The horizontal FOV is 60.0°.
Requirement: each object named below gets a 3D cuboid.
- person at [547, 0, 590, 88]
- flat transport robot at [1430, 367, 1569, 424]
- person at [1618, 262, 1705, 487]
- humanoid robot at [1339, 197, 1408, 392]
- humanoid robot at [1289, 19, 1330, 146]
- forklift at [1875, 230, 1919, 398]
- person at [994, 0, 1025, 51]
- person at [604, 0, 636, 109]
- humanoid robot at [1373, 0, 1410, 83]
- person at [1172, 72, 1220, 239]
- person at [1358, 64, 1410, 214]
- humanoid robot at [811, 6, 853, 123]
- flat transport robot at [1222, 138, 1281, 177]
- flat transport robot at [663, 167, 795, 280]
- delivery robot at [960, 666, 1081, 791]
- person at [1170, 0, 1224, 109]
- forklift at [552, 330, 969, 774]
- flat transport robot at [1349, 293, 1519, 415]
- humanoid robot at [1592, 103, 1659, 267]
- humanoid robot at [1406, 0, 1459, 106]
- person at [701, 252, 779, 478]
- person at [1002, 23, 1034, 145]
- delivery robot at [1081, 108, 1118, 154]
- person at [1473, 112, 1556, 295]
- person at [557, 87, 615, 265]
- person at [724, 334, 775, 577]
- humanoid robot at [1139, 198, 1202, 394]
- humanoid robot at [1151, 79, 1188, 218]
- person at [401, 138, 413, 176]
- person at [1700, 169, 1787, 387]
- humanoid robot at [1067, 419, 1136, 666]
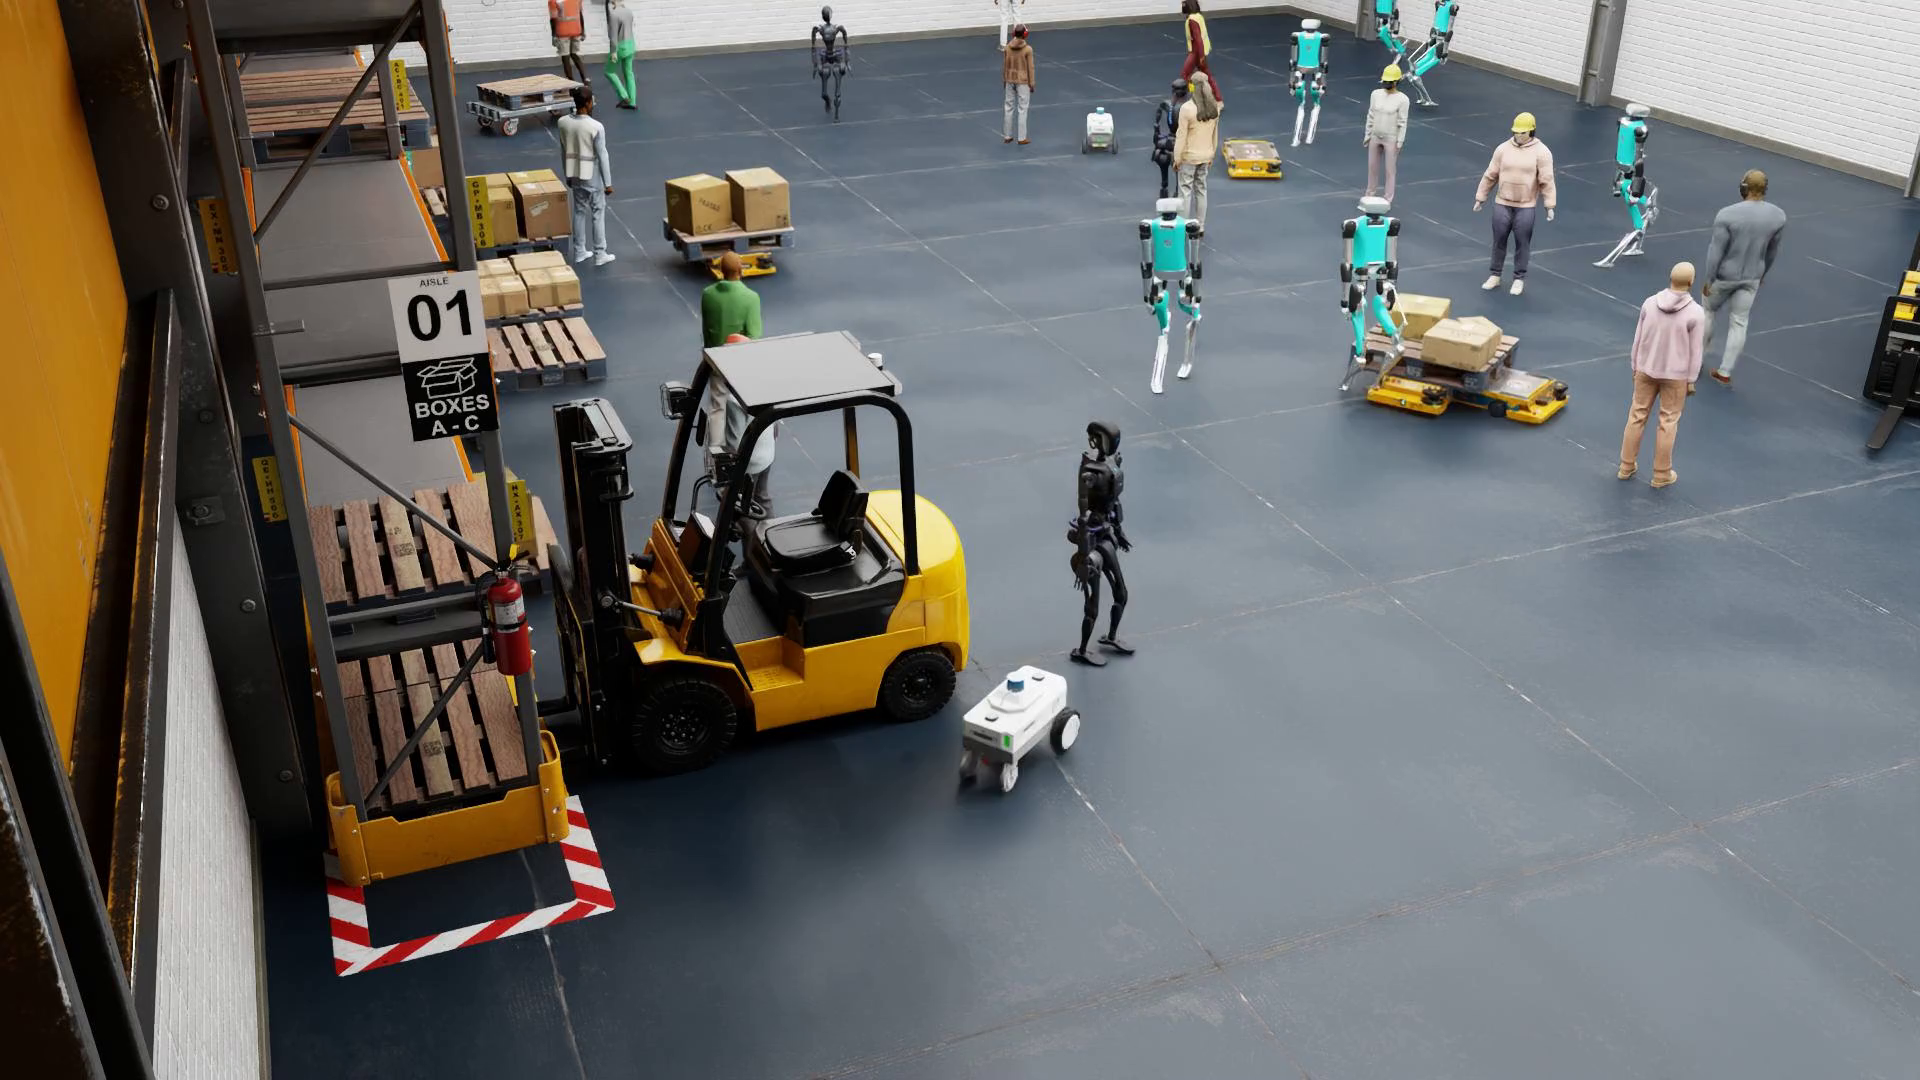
[{"bbox_3d":[-6.091,-7.875,25.772,0.463,1.951,0.617,23,34,37],"label":"person"},{"bbox_3d":[4.565,-1.357,14.686,1.431,0.231,0.659,20,33,34],"label":"flat transport robot"},{"bbox_3d":[5.416,-1.268,12.823,0.519,1.784,0.402,21,34,36],"label":"person"},{"bbox_3d":[3.617,-2.005,14.387,0.545,1.780,0.866,-7,27,-13],"label":"humanoid robot"},{"bbox_3d":[4.802,-6.289,22.847,0.532,1.746,0.784,9,28,18],"label":"humanoid robot"},{"bbox_3d":[9.029,-2.397,14.618,1.214,2.155,2.313,18,32,32],"label":"forklift"},{"bbox_3d":[0.878,-9.562,29.213,0.573,1.882,0.356,-5,27,-9],"label":"person"},{"bbox_3d":[-5.095,-7.369,24.911,0.431,1.826,0.547,13,29,24],"label":"person"},{"bbox_3d":[7.024,-8.193,26.721,0.882,1.847,0.557,-14,30,-25],"label":"humanoid robot"},{"bbox_3d":[2.675,-4.346,18.862,0.567,1.867,0.417,-15,31,-28],"label":"person"},{"bbox_3d":[5.062,-4.778,19.835,0.332,1.761,0.525,-24,35,-39],"label":"person"},{"bbox_3d":[-1.859,-6.976,24.301,0.596,1.644,0.507,0,27,0],"label":"humanoid robot"},{"bbox_3d":[3.863,-5.064,22.060,0.659,0.231,1.431,2,27,3],"label":"flat transport robot"},{"bbox_3d":[-2.546,-3.170,18.293,0.659,0.231,1.431,-11,29,-21],"label":"flat transport robot"},{"bbox_3d":[0.324,1.038,9.606,0.499,0.595,0.797,16,31,29],"label":"delivery robot"},{"bbox_3d":[3.553,-7.278,24.875,0.960,1.704,0.500,7,28,14],"label":"person"},{"bbox_3d":[-1.094,0.010,9.831,2.313,2.155,1.214,-10,28,-20],"label":"forklift"},{"bbox_3d":[4.233,-1.486,14.943,0.659,0.231,1.431,17,31,30],"label":"flat transport robot"},{"bbox_3d":[7.349,-3.806,17.948,0.867,1.788,0.541,-3,27,-5],"label":"humanoid robot"},{"bbox_3d":[6.955,-7.322,24.768,0.735,1.677,0.533,-7,27,-13],"label":"humanoid robot"},{"bbox_3d":[-1.787,-1.428,13.210,0.579,1.729,0.954,7,28,13],"label":"person"},{"bbox_3d":[0.797,-6.289,22.965,0.468,1.645,0.332,11,29,21],"label":"person"},{"bbox_3d":[1.922,-5.628,22.854,0.499,0.586,0.773,1,27,3],"label":"delivery robot"},{"bbox_3d":[5.734,-3.482,17.150,0.820,1.856,0.428,16,31,28],"label":"person"},{"bbox_3d":[-4.034,-3.917,17.963,0.596,1.906,0.402,12,29,22],"label":"person"},{"bbox_3d":[-1.472,-0.588,11.523,0.350,1.737,0.572,9,28,17],"label":"person"},{"bbox_3d":[1.911,-2.228,14.820,0.568,1.778,0.926,8,28,16],"label":"humanoid robot"},{"bbox_3d":[2.493,-4.570,19.517,0.589,1.648,0.369,16,31,29],"label":"humanoid robot"},{"bbox_3d":[-6.112,-3.962,18.120,0.407,1.843,0.499,-19,33,-33],"label":"person"},{"bbox_3d":[6.913,-2.377,14.884,0.648,1.912,0.766,1,27,2],"label":"person"},{"bbox_3d":[0.884,0.022,10.365,0.362,1.649,0.616,14,30,25],"label":"humanoid robot"}]
